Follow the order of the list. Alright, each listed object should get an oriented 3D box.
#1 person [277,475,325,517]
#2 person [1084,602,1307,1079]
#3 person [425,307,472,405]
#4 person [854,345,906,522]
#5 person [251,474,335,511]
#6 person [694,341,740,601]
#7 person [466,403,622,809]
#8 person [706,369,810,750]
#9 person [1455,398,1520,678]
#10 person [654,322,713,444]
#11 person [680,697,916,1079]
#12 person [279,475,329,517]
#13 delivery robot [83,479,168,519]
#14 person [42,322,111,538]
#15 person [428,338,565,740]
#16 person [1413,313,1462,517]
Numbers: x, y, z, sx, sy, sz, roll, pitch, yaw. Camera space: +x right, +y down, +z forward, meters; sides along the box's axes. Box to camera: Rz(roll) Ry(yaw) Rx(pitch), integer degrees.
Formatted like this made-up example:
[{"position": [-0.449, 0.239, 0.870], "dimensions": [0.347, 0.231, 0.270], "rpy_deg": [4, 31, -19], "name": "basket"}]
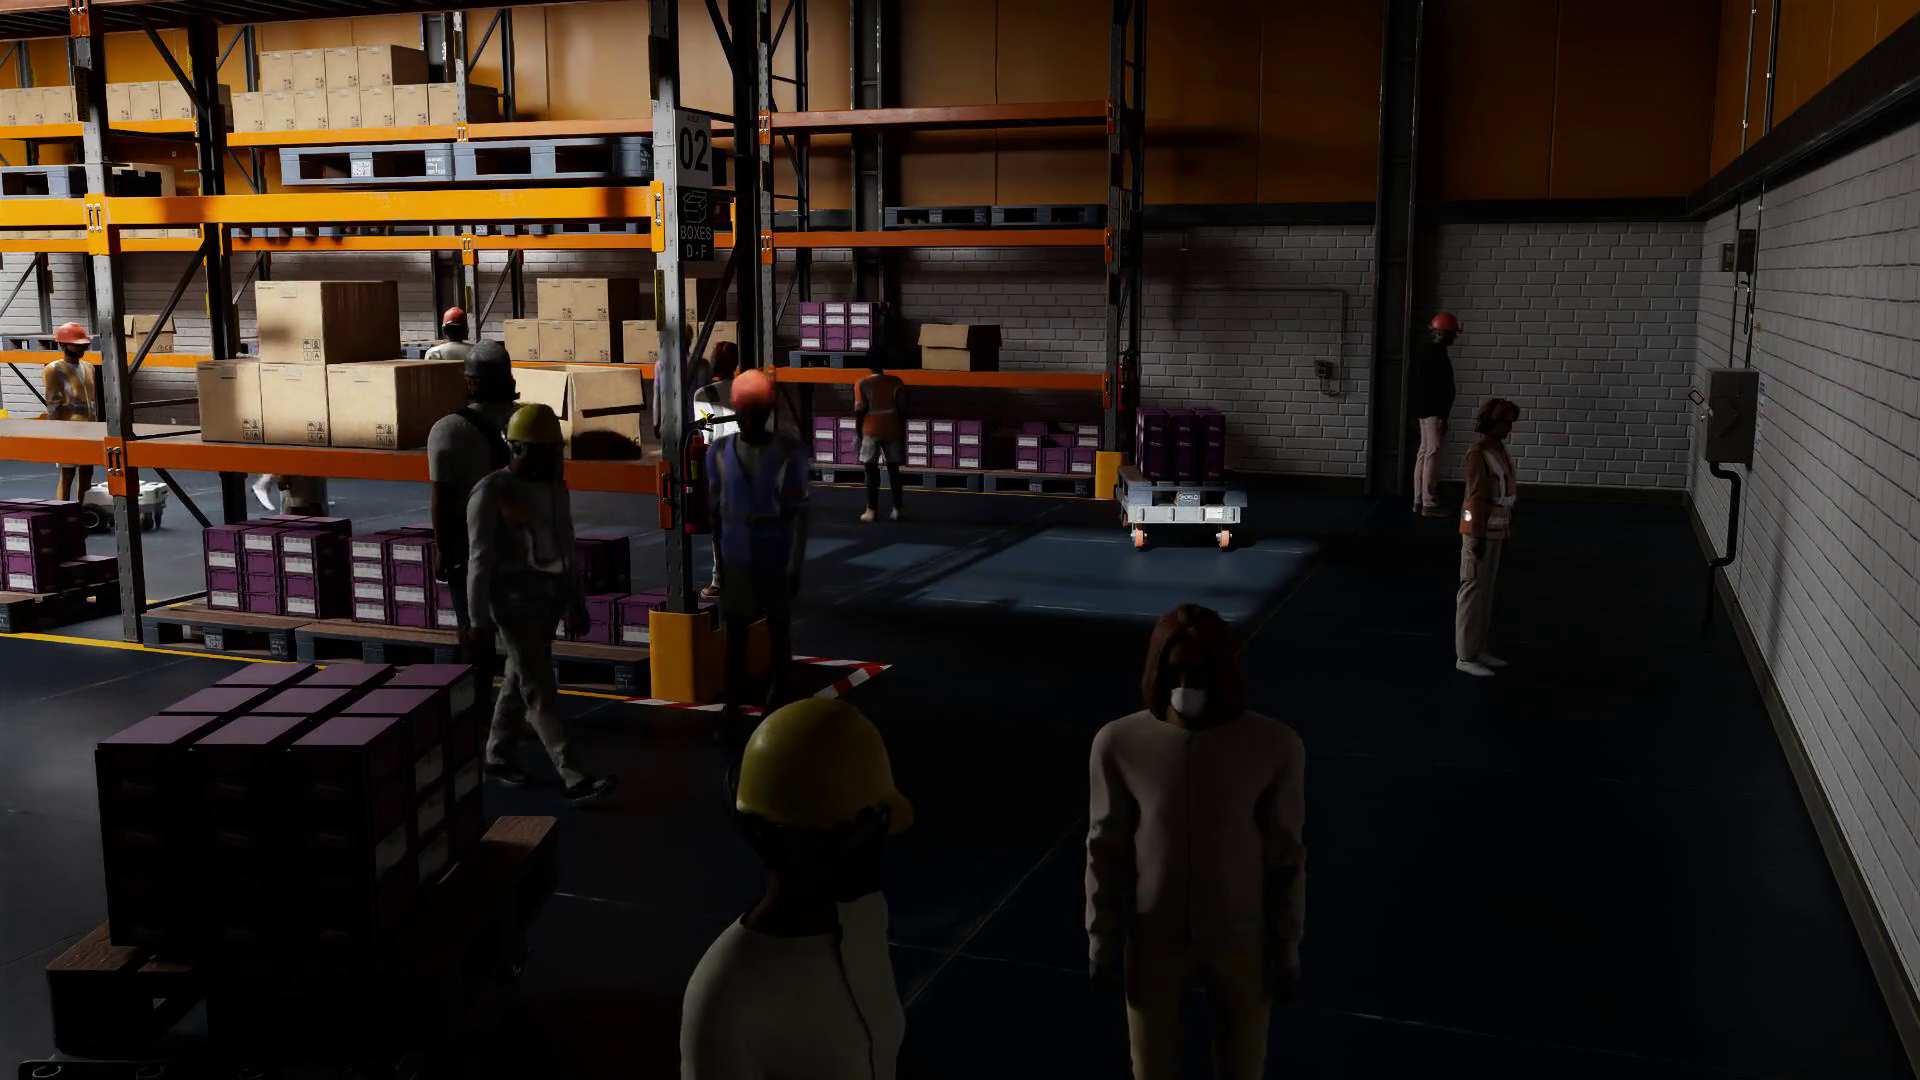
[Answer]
[{"position": [-4.962, -0.585, 12.449], "dimensions": [0.376, 1.939, 0.547], "rpy_deg": [1, 9, 5], "name": "person"}, {"position": [0.540, 0.941, 3.860], "dimensions": [0.509, 1.623, 0.291], "rpy_deg": [2, 9, 11], "name": "person"}, {"position": [-4.909, -1.252, 16.314], "dimensions": [0.608, 2.044, 0.370], "rpy_deg": [-4, 10, -22], "name": "person"}, {"position": [-0.766, -1.017, 15.921], "dimensions": [0.540, 1.695, 0.317], "rpy_deg": [-5, 10, -27], "name": "person"}, {"position": [-6.724, -1.229, 16.661], "dimensions": [0.710, 1.887, 0.673], "rpy_deg": [-2, 9, -14], "name": "person"}, {"position": [-1.680, -0.499, 12.083], "dimensions": [0.581, 1.884, 0.351], "rpy_deg": [-8, 12, -40], "name": "person"}, {"position": [-1.849, 0.288, 7.435], "dimensions": [0.916, 1.779, 0.603], "rpy_deg": [4, 10, 24], "name": "person"}, {"position": [-1.024, 0.092, 8.353], "dimensions": [0.550, 1.888, 0.943], "rpy_deg": [1, 9, 6], "name": "person"}, {"position": [3.119, -0.022, 9.858], "dimensions": [0.311, 1.639, 0.512], "rpy_deg": [6, 11, 32], "name": "person"}, {"position": [-2.766, -1.244, 16.714], "dimensions": [0.594, 1.900, 0.807], "rpy_deg": [-3, 10, -21], "name": "person"}, {"position": [-0.213, 1.091, 2.468], "dimensions": [0.328, 1.767, 0.532], "rpy_deg": [4, 10, 22], "name": "person"}, {"position": [-6.116, -0.995, 15.369], "dimensions": [0.631, 1.836, 0.429], "rpy_deg": [-5, 10, -30], "name": "person"}, {"position": [-7.711, -0.404, 15.349], "dimensions": [0.707, 0.478, 0.477], "rpy_deg": [-2, 9, -10], "name": "delivery robot"}, {"position": [-7.918, -0.981, 14.945], "dimensions": [0.373, 1.934, 0.551], "rpy_deg": [2, 9, 14], "name": "person"}, {"position": [-2.397, -0.012, 8.532], "dimensions": [0.686, 2.000, 0.538], "rpy_deg": [-6, 11, -34], "name": "person"}, {"position": [4.689, -1.232, 16.345], "dimensions": [0.392, 1.990, 0.614], "rpy_deg": [0, 9, 2], "name": "person"}]
